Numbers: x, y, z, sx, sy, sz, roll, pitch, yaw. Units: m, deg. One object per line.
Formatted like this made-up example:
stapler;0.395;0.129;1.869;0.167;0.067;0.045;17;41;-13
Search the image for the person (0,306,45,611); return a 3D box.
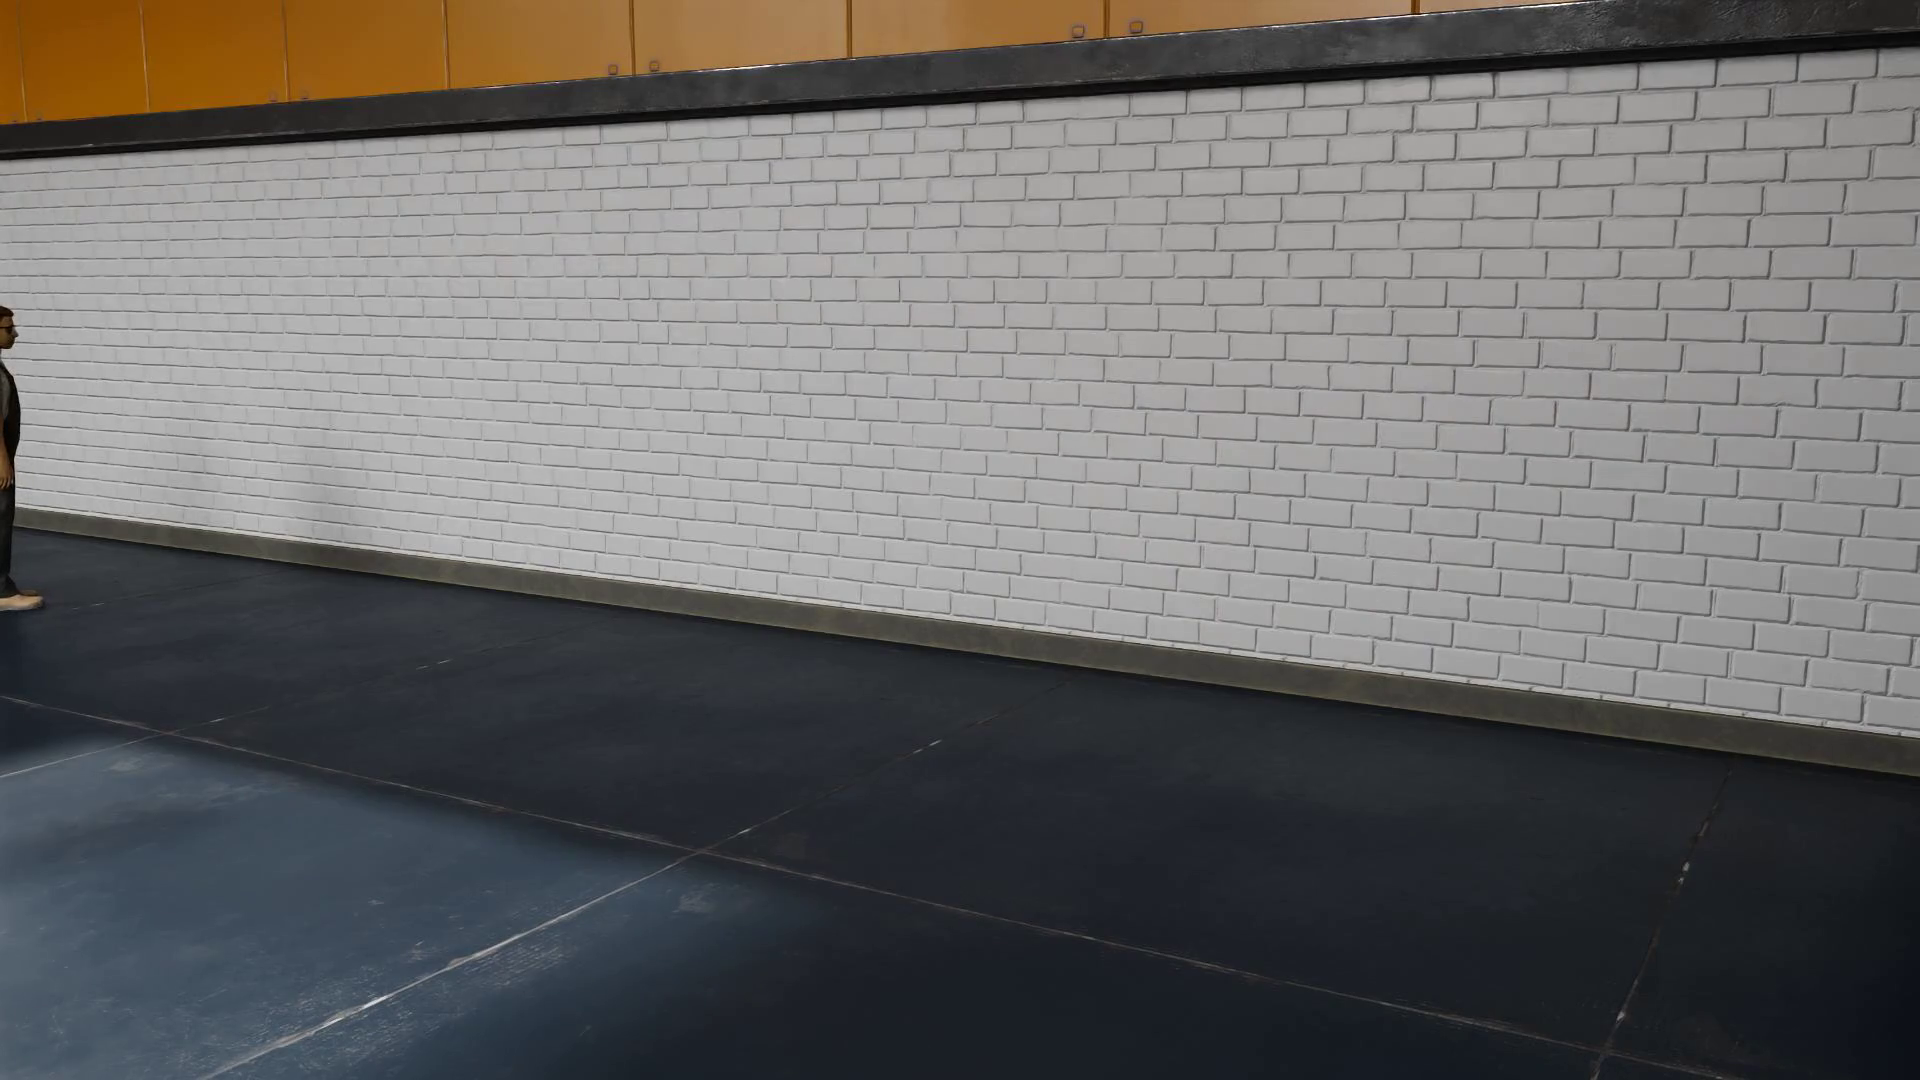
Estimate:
person;-5.797;-0.496;10.026;0.325;1.843;0.517;-6;11;-34
